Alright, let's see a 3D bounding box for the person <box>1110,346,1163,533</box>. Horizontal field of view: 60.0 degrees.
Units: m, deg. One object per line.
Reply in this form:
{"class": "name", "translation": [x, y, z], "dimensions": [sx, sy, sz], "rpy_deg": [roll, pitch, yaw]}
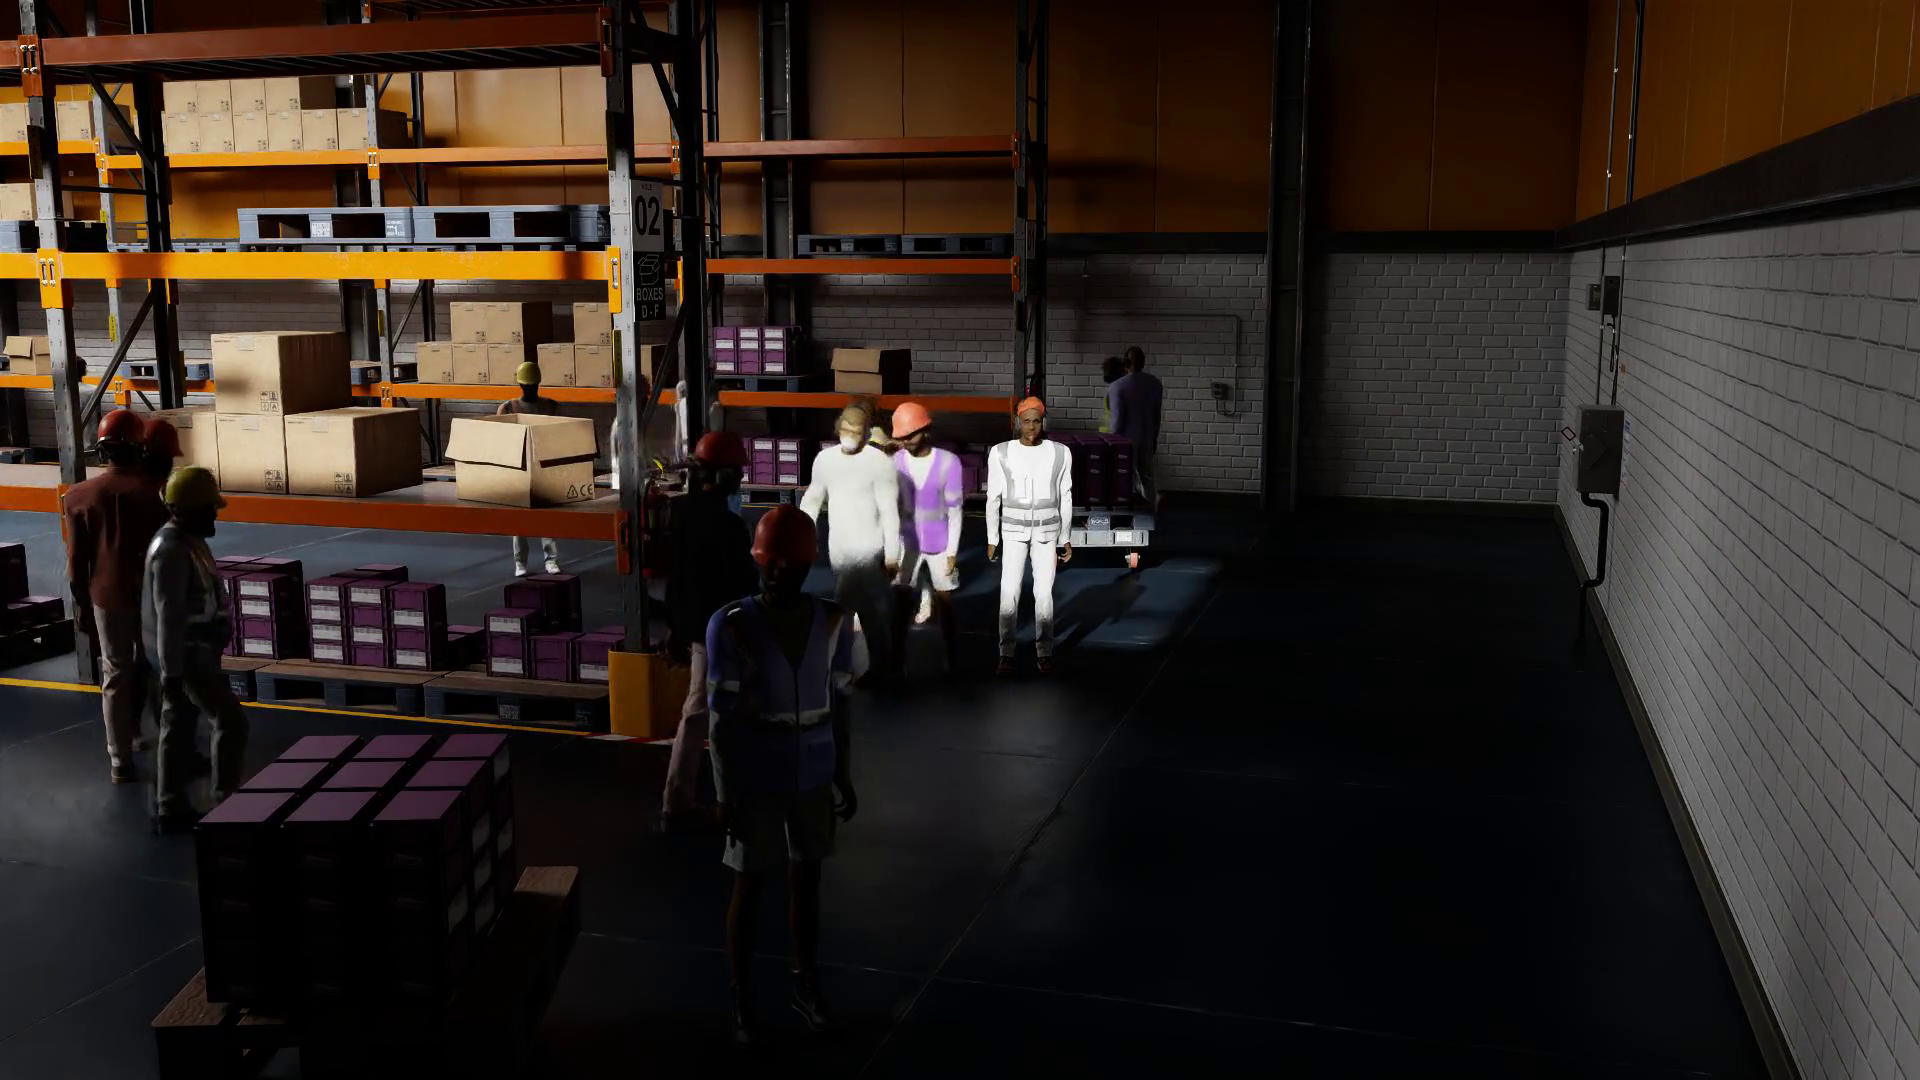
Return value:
{"class": "person", "translation": [1.785, -1.012, 17.042], "dimensions": [0.627, 1.941, 0.373], "rpy_deg": [-5, 11, -29]}

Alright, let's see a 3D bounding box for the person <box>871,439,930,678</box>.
{"class": "person", "translation": [-0.425, 0.092, 11.340], "dimensions": [0.526, 1.606, 0.699], "rpy_deg": [-2, 9, -11]}

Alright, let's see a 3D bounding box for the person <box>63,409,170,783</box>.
{"class": "person", "translation": [-4.393, 0.302, 8.860], "dimensions": [0.611, 1.996, 0.379], "rpy_deg": [-3, 10, -15]}

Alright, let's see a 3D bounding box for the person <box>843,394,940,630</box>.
{"class": "person", "translation": [-0.557, -0.209, 12.607], "dimensions": [0.869, 1.805, 0.635], "rpy_deg": [0, 9, -2]}

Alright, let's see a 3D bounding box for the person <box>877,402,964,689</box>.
{"class": "person", "translation": [-0.261, 0.038, 10.869], "dimensions": [0.572, 1.874, 0.822], "rpy_deg": [1, 9, 5]}

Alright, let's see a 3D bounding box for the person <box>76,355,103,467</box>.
{"class": "person", "translation": [-8.873, -0.937, 16.815], "dimensions": [0.310, 1.863, 0.532], "rpy_deg": [3, 10, 16]}

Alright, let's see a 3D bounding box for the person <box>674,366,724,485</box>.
{"class": "person", "translation": [-2.361, -0.657, 15.109], "dimensions": [0.580, 1.872, 0.471], "rpy_deg": [8, 12, 41]}

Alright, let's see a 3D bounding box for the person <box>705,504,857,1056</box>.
{"class": "person", "translation": [-0.608, 0.829, 5.839], "dimensions": [0.546, 1.934, 0.376], "rpy_deg": [-5, 10, -26]}

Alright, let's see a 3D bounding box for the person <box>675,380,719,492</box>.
{"class": "person", "translation": [-2.832, -1.123, 17.958], "dimensions": [0.551, 1.859, 0.535], "rpy_deg": [-5, 11, -29]}

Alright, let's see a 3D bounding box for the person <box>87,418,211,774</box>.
{"class": "person", "translation": [-4.497, 0.289, 9.169], "dimensions": [1.010, 1.943, 0.621], "rpy_deg": [4, 10, 25]}

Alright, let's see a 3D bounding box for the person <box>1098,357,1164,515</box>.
{"class": "person", "translation": [1.760, -1.057, 17.741], "dimensions": [0.731, 1.803, 0.674], "rpy_deg": [4, 10, 21]}

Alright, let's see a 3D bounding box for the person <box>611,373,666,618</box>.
{"class": "person", "translation": [-2.501, -0.339, 12.979], "dimensions": [0.414, 1.932, 0.564], "rpy_deg": [-2, 10, -13]}

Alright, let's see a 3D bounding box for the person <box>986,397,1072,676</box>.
{"class": "person", "translation": [0.466, -0.019, 11.158], "dimensions": [0.584, 1.880, 0.339], "rpy_deg": [-1, 9, -4]}

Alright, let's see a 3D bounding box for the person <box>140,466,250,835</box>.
{"class": "person", "translation": [-3.613, 0.535, 8.018], "dimensions": [0.670, 1.800, 0.626], "rpy_deg": [-4, 10, -21]}

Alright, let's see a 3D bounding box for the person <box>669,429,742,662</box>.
{"class": "person", "translation": [-1.639, 0.054, 11.437], "dimensions": [0.871, 1.636, 0.540], "rpy_deg": [4, 10, 21]}

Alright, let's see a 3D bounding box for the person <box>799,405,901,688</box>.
{"class": "person", "translation": [-0.738, 0.084, 10.537], "dimensions": [0.658, 1.871, 1.034], "rpy_deg": [9, 13, 42]}

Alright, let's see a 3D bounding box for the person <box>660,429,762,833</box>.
{"class": "person", "translation": [-1.090, 0.432, 8.186], "dimensions": [0.971, 1.948, 0.662], "rpy_deg": [-6, 11, -34]}

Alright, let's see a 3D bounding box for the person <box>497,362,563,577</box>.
{"class": "person", "translation": [-3.780, -0.623, 14.747], "dimensions": [0.590, 1.918, 0.406], "rpy_deg": [-5, 11, -28]}
